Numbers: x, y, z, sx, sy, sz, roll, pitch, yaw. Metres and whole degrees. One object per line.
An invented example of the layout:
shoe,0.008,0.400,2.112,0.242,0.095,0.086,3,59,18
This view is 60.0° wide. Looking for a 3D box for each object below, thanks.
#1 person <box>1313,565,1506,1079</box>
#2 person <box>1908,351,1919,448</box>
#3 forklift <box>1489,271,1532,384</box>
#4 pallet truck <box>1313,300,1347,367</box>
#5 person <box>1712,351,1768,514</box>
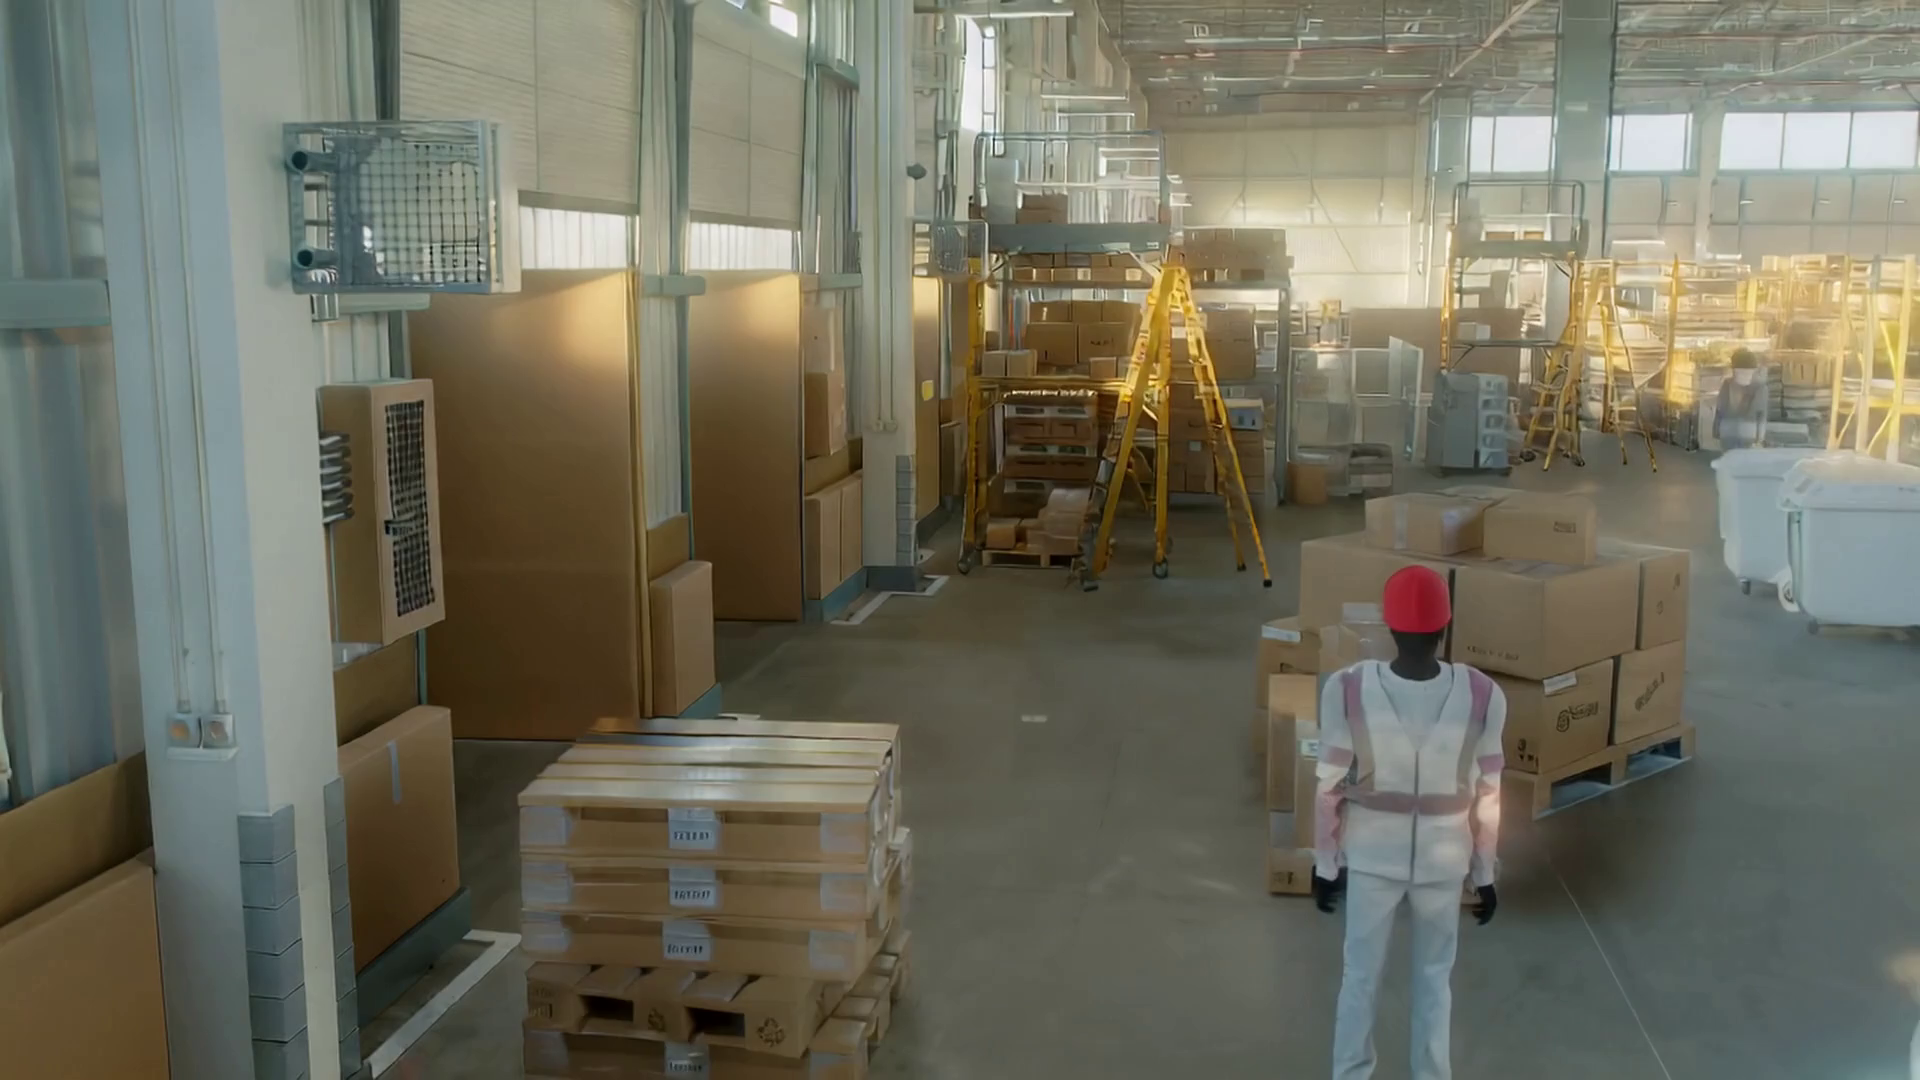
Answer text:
person,1.439,1.027,5.359,0.594,1.926,0.367,1,9,7
person,15.505,-2.340,26.732,0.330,1.735,0.485,5,10,27
forklift,13.422,-5.322,41.591,1.873,2.768,1.129,1,9,9
pallet truck,11.159,-6.200,49.718,0.823,1.965,1.885,4,10,26
person,8.955,-1.207,19.135,0.566,1.926,0.400,7,12,37
